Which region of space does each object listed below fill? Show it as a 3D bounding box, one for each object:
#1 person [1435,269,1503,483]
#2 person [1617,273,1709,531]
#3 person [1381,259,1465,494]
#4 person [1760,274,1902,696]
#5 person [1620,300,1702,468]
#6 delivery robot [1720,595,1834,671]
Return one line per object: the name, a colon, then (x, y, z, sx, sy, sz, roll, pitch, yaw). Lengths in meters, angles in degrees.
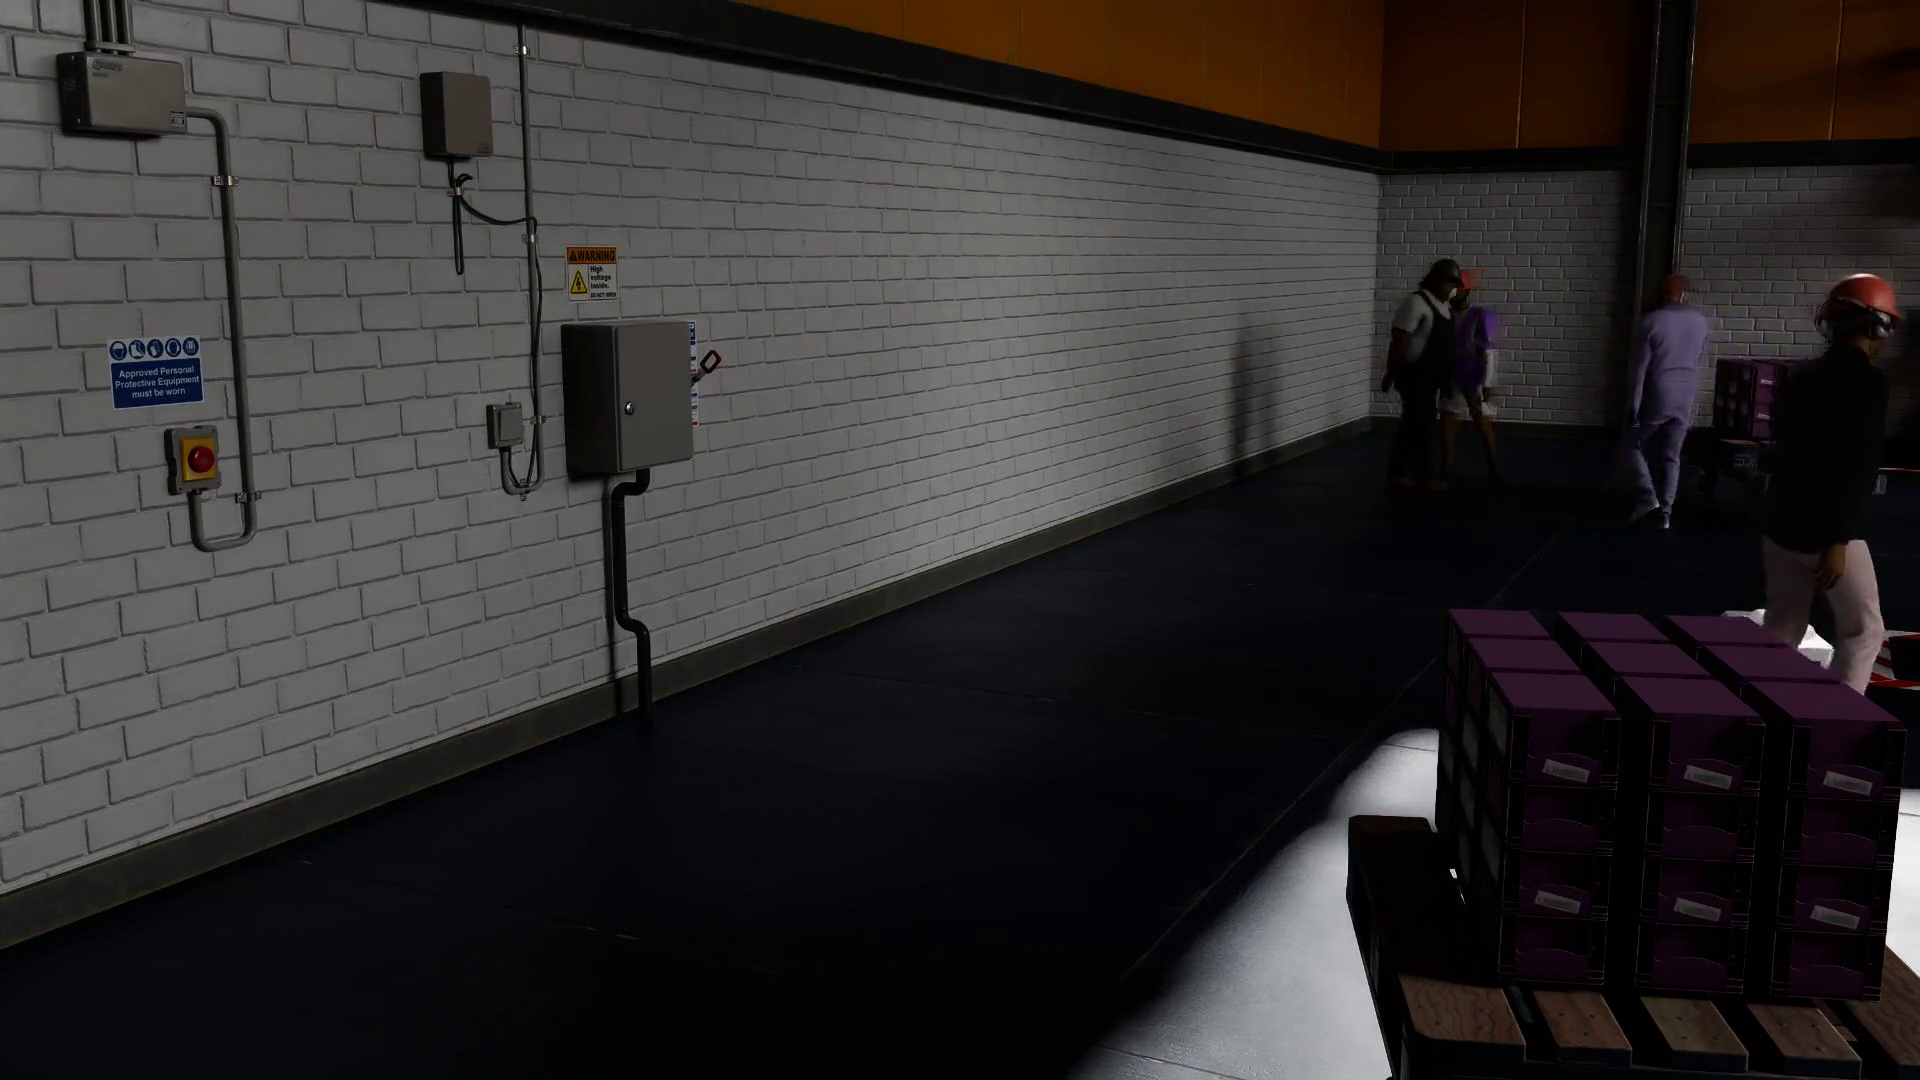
person: (4.499, -1.429, 14.616, 0.819, 1.890, 0.565, -8, 13, -39)
person: (5.106, -0.997, 12.143, 0.655, 1.879, 0.453, -3, 10, -14)
person: (3.963, -1.414, 14.062, 0.756, 2.000, 0.765, 7, 12, 36)
person: (3.253, -0.025, 6.309, 0.671, 1.936, 0.643, -1, 10, -5)
person: (6.695, -1.468, 15.673, 0.852, 1.584, 0.518, 5, 11, 26)
delivery robot: (3.500, 0.476, 7.145, 0.477, 0.478, 0.707, 2, 10, 13)
